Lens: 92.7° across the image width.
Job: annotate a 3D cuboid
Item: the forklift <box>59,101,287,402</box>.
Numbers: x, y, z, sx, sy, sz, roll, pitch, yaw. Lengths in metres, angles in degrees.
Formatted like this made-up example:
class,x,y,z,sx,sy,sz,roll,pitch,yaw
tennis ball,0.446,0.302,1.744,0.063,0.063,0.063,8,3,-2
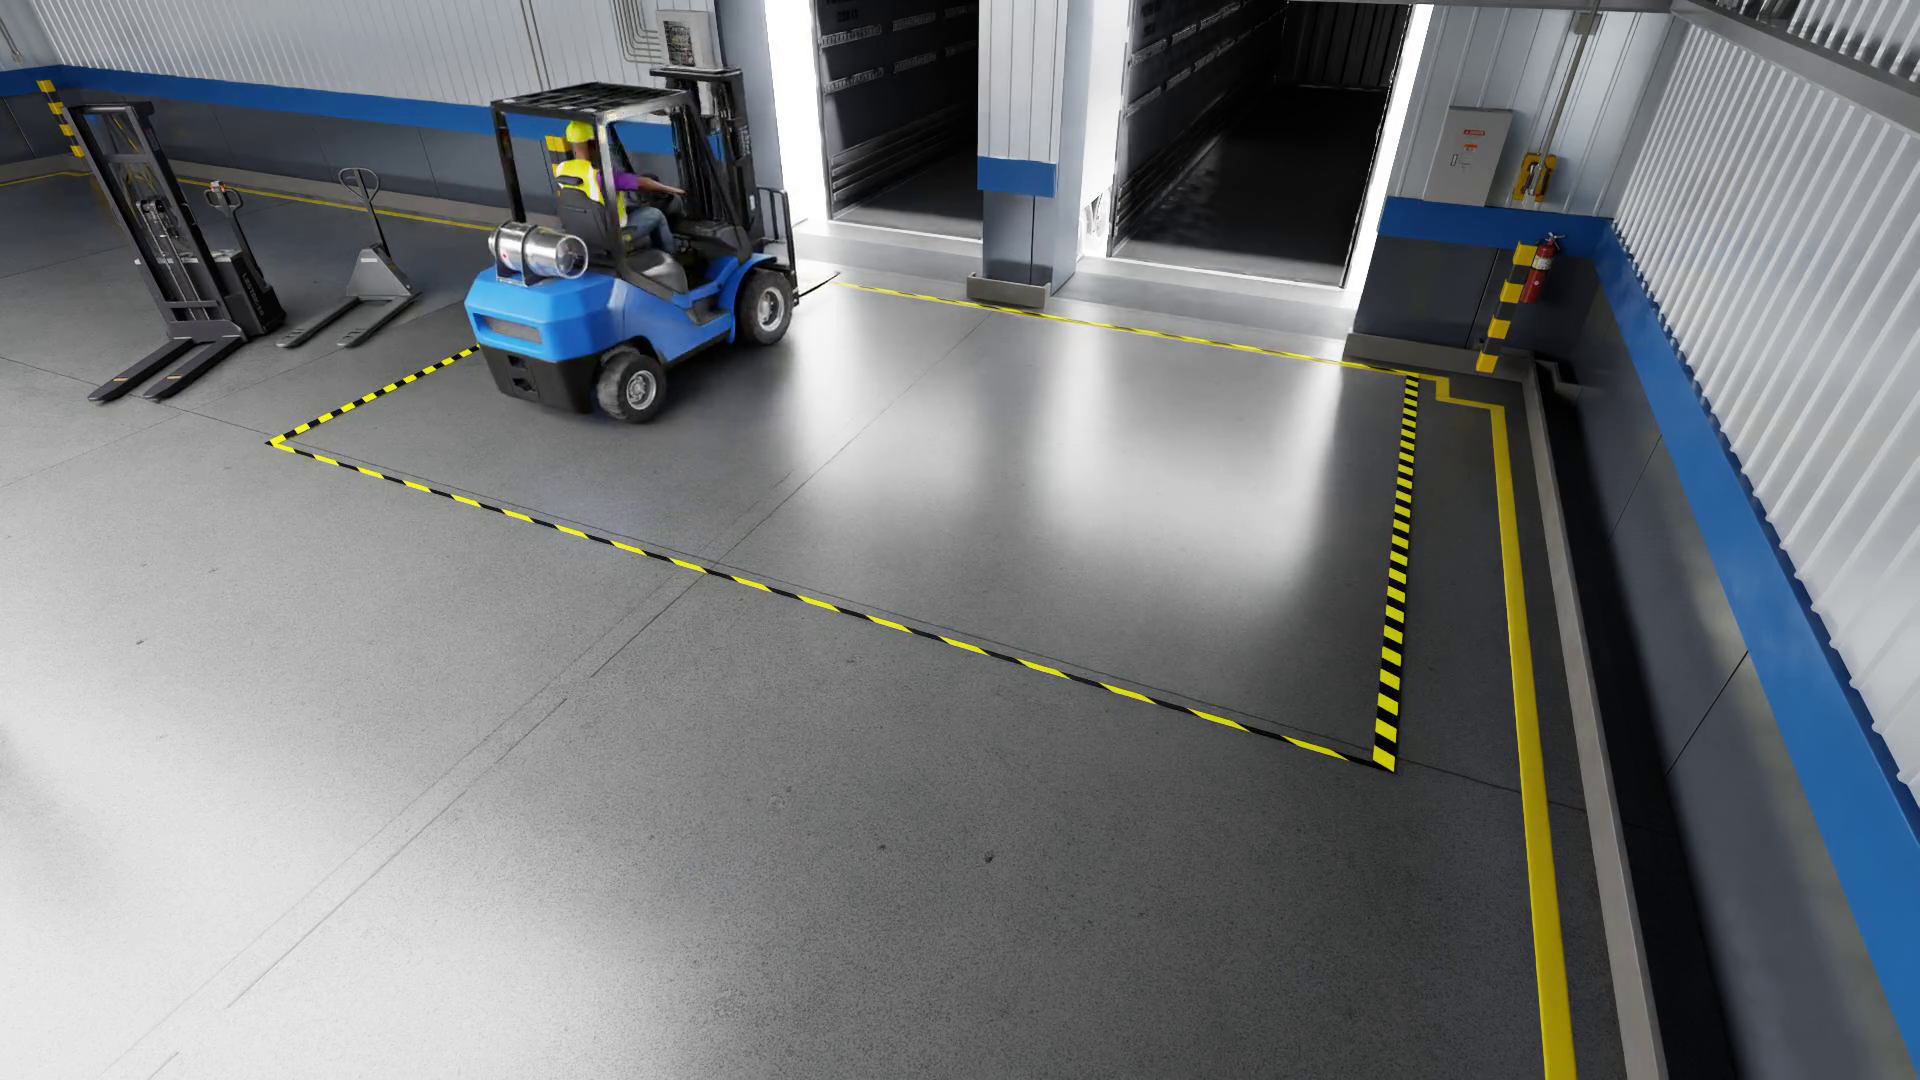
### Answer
class,x,y,z,sx,sy,sz,roll,pitch,yaw
forklift,-6.686,-2.387,7.434,0.823,1.965,1.885,-3,35,-5

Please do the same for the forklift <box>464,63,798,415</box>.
class,x,y,z,sx,sy,sz,roll,pitch,yaw
forklift,-2.595,-2.474,7.248,1.157,2.036,2.680,16,38,22

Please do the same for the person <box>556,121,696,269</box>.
class,x,y,z,sx,sy,sz,roll,pitch,yaw
person,-2.562,-2.656,7.182,0.635,1.294,1.004,16,38,22

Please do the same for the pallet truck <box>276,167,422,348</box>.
class,x,y,z,sx,sy,sz,roll,pitch,yaw
pallet truck,-5.732,-2.611,8.414,0.680,1.201,1.601,-1,35,-1
